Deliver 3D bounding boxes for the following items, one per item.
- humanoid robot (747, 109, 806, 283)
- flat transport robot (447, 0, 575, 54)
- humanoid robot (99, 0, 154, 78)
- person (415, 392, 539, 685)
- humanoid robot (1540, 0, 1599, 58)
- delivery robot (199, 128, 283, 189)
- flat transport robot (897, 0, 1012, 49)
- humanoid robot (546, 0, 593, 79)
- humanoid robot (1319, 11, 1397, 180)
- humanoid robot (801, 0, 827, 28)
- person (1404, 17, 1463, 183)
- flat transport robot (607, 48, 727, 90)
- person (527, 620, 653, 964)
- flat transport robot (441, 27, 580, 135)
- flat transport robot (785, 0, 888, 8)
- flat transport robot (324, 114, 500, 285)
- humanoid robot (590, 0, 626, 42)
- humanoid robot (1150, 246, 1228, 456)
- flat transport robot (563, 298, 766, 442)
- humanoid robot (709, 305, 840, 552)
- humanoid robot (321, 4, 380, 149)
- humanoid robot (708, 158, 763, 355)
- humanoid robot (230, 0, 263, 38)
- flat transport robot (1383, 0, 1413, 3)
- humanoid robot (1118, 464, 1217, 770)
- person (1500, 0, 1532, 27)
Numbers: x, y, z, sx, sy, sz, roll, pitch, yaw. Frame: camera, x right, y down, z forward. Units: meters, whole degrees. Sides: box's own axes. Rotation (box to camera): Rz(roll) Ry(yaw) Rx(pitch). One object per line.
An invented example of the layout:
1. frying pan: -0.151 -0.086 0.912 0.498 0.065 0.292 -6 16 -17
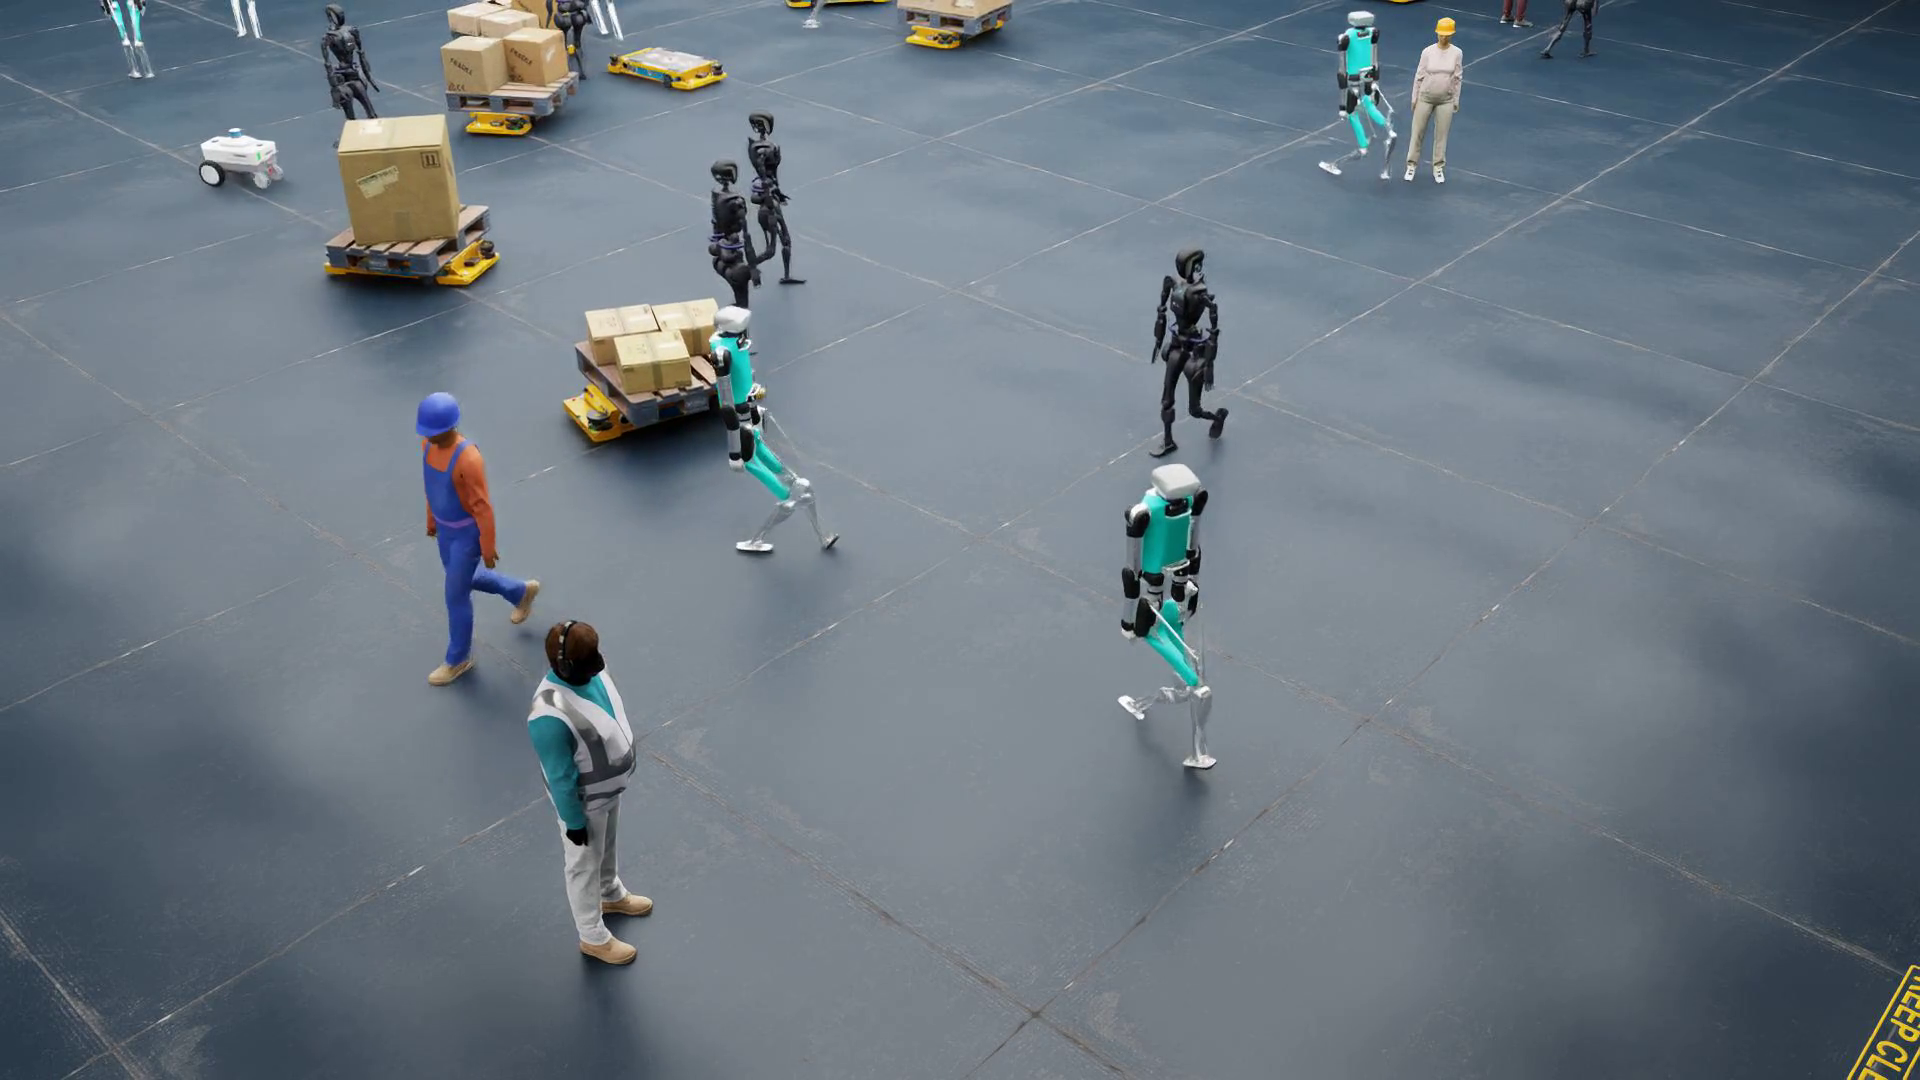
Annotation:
1. humanoid robot: -1.728 -3.012 14.691 0.653 1.635 0.598 -1 32 -1
2. flat transport robot: -5.625 -6.206 21.148 0.659 0.231 1.431 19 37 28
3. humanoid robot: -10.150 -6.429 20.168 0.540 1.824 0.753 -13 34 -20
4. person: -2.900 -0.087 9.781 0.573 1.864 0.811 25 40 34
5. humanoid robot: 7.812 -6.883 20.973 0.792 1.644 0.611 -14 34 -21
6. delivery robot: -7.500 -3.965 17.286 0.798 0.614 0.499 7 33 11
7. flat transport robot: -0.055 -6.812 22.123 0.659 0.231 1.431 18 36 26
8. humanoid robot: -4.731 -6.398 20.129 0.587 1.643 0.359 -23 38 -32
9. humanoid robot: 4.188 -4.412 16.897 0.535 1.748 1.033 -20 37 -28
10. humanoid robot: -1.945 -7.742 22.248 0.638 1.825 0.531 3 32 6
11. person: 4.883 -4.512 17.072 0.482 1.694 0.335 5 32 8
12. flat transport robot: -3.629 -5.835 20.550 1.431 0.231 0.659 21 38 30
13. person: -1.717 1.157 7.801 0.430 1.845 0.618 4 32 7
14. flat transport robot: -5.102 -4.979 19.171 0.659 0.231 1.431 6 32 9
15. flat transport robot: -1.789 -7.803 23.718 1.431 0.231 0.659 -8 33 -12
16. flat transport robot: -5.053 -2.615 15.366 1.431 0.231 0.659 7 32 11
17. humanoid robot: -4.715 -7.459 21.776 0.550 1.785 0.810 -16 35 -24
18. humanoid robot: 1.702 -1.406 12.099 0.642 1.628 0.612 -25 39 -34
19. flat transport robot: -2.307 -1.141 12.991 1.431 0.231 0.659 -18 36 -27
20. humanoid robot: -1.151 -0.633 10.844 0.863 1.841 0.554 4 32 6
21. humanoid robot: -6.531 -4.907 17.757 0.561 1.629 0.583 15 35 23
22. humanoid robot: -1.841 -2.294 13.504 0.330 1.648 0.603 -20 37 -29
23. humanoid robot: -9.523 -7.434 21.783 0.542 1.853 0.665 -5 32 -8
24. flat transport robot: 6.115 -8.063 24.138 0.659 0.231 1.431 -22 38 -31
25. humanoid robot: 1.242 0.480 9.058 0.545 1.790 1.055 -21 38 -30
26. person: 7.603 -7.821 22.294 0.380 1.806 0.548 -15 35 -23
